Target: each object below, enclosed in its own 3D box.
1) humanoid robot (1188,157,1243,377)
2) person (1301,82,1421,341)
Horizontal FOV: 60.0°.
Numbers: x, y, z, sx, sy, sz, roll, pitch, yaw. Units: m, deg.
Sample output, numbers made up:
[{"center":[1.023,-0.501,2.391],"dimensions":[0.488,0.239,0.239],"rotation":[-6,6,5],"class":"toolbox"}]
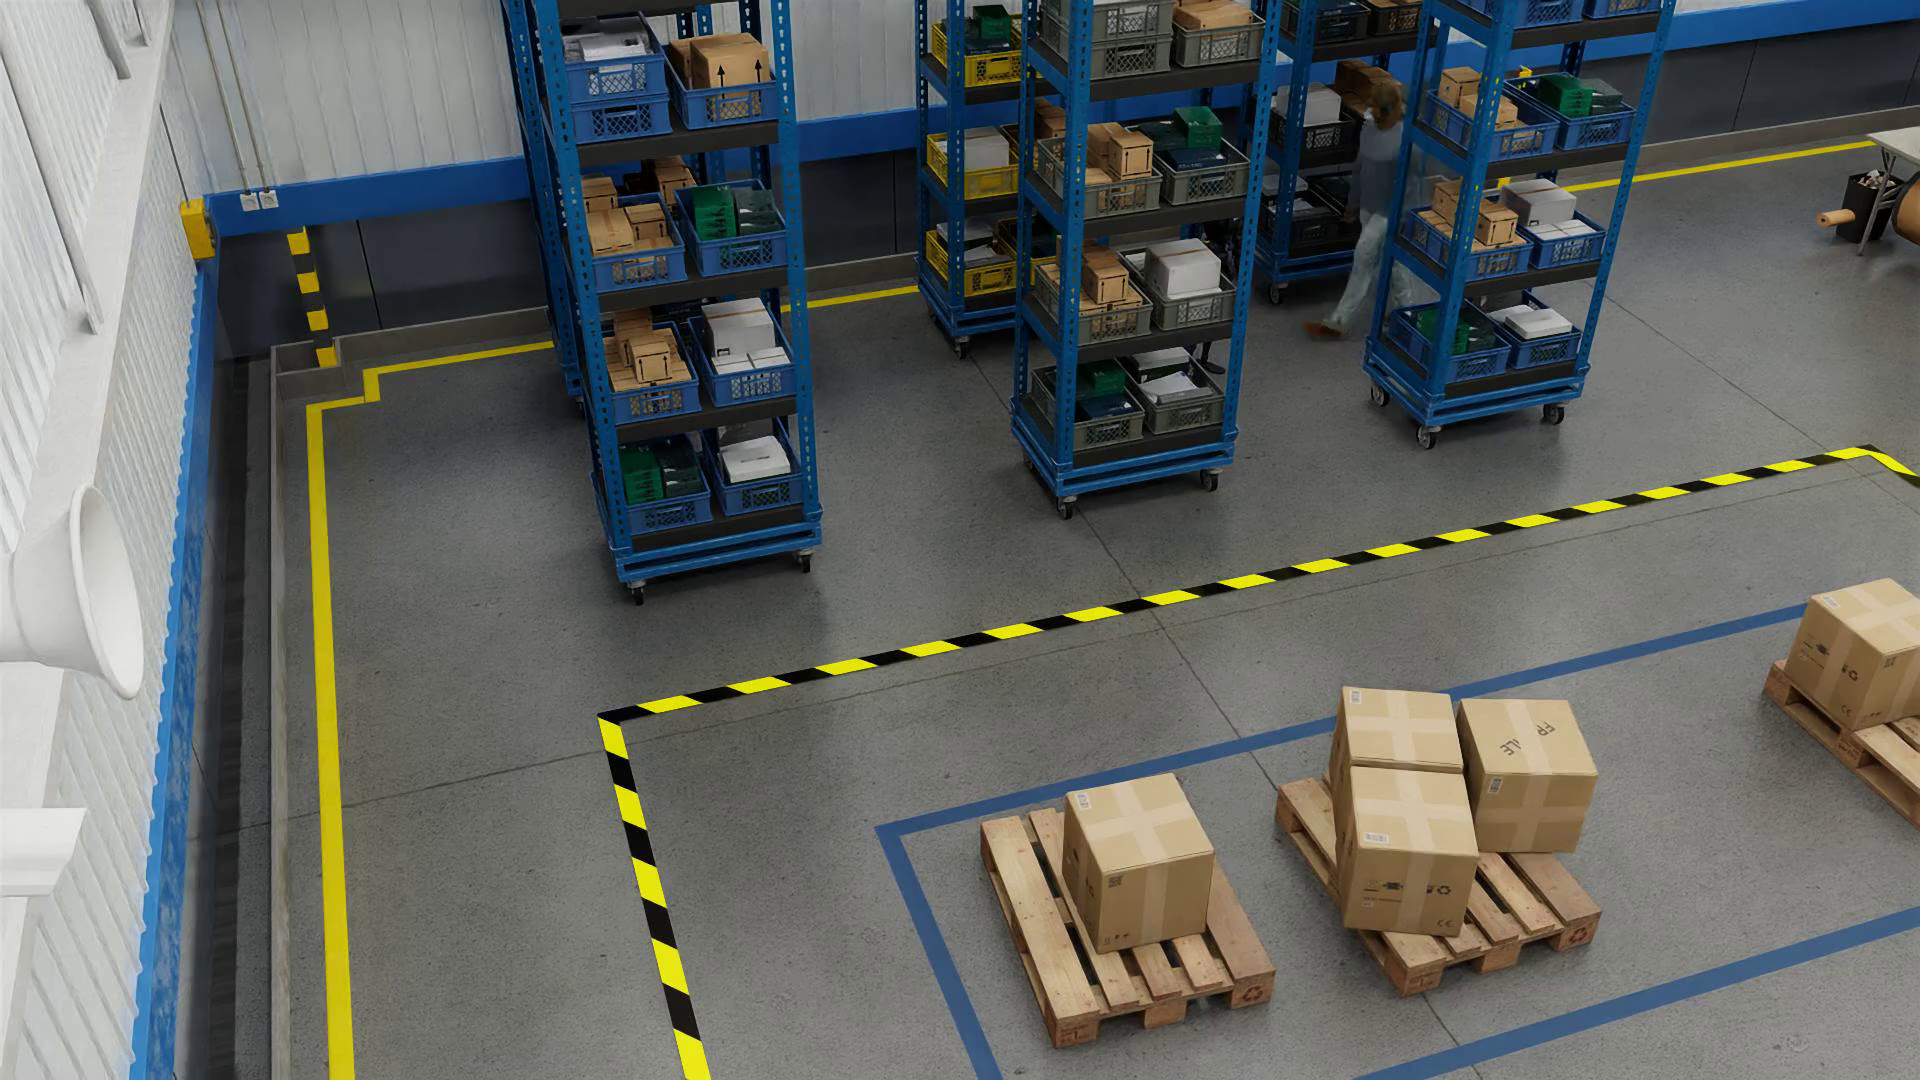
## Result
[{"center":[1.753,-1.860,11.457],"dimensions":[0.315,1.657,0.599],"rotation":[29,45,35],"class":"humanoid robot"},{"center":[3.025,-2.372,12.035],"dimensions":[0.990,1.871,0.673],"rotation":[-11,37,-15],"class":"person"}]
